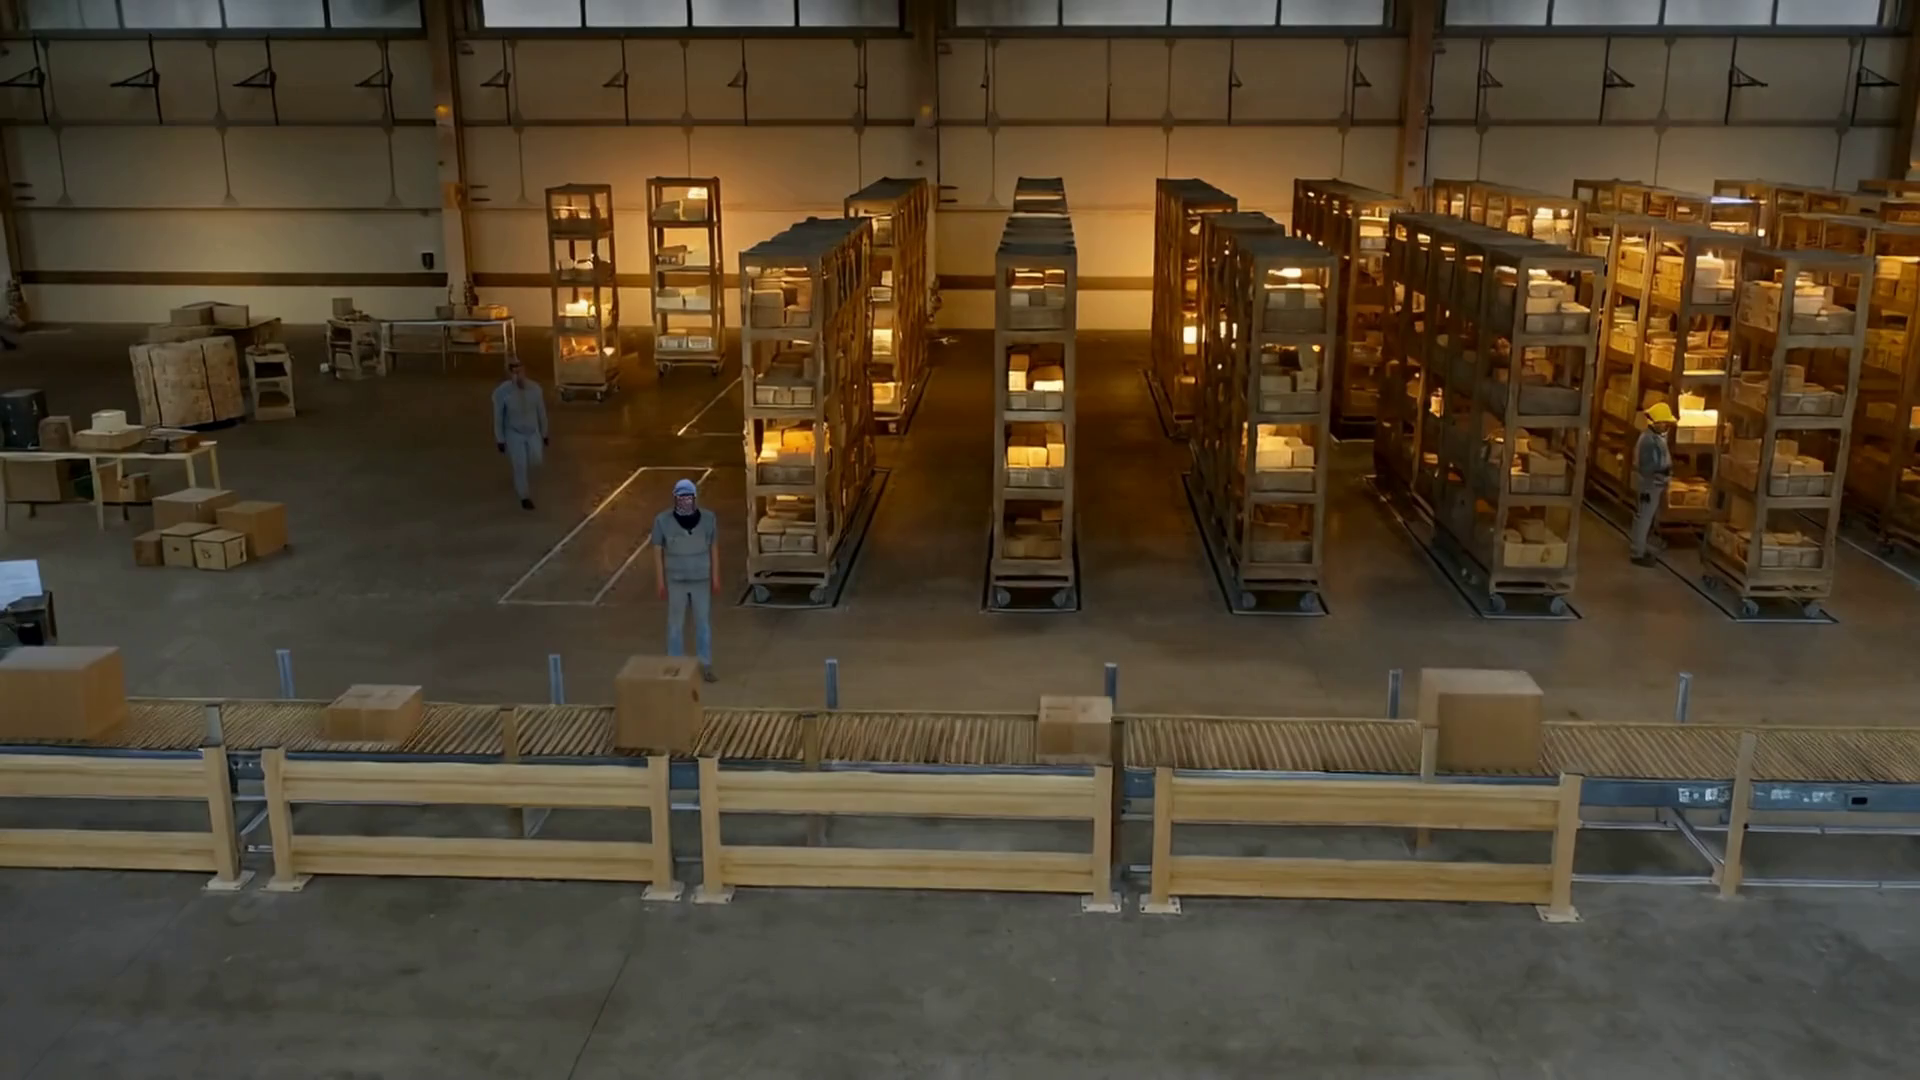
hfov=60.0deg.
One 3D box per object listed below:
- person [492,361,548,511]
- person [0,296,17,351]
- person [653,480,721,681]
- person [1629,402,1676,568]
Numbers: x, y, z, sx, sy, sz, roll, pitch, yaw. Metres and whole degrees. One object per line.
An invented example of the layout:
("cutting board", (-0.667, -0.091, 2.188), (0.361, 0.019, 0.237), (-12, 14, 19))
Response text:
("person", (-5.550, -1.341, 20.932), (0.665, 1.887, 0.650), (-12, 19, -38))
("person", (-19.604, -4.770, 33.661), (0.972, 1.884, 0.571), (3, 15, 10))
("person", (-2.410, 0.357, 14.714), (0.570, 1.845, 0.384), (-5, 16, -19))
("person", (7.639, -0.621, 18.370), (0.404, 1.830, 0.602), (9, 17, 29))
